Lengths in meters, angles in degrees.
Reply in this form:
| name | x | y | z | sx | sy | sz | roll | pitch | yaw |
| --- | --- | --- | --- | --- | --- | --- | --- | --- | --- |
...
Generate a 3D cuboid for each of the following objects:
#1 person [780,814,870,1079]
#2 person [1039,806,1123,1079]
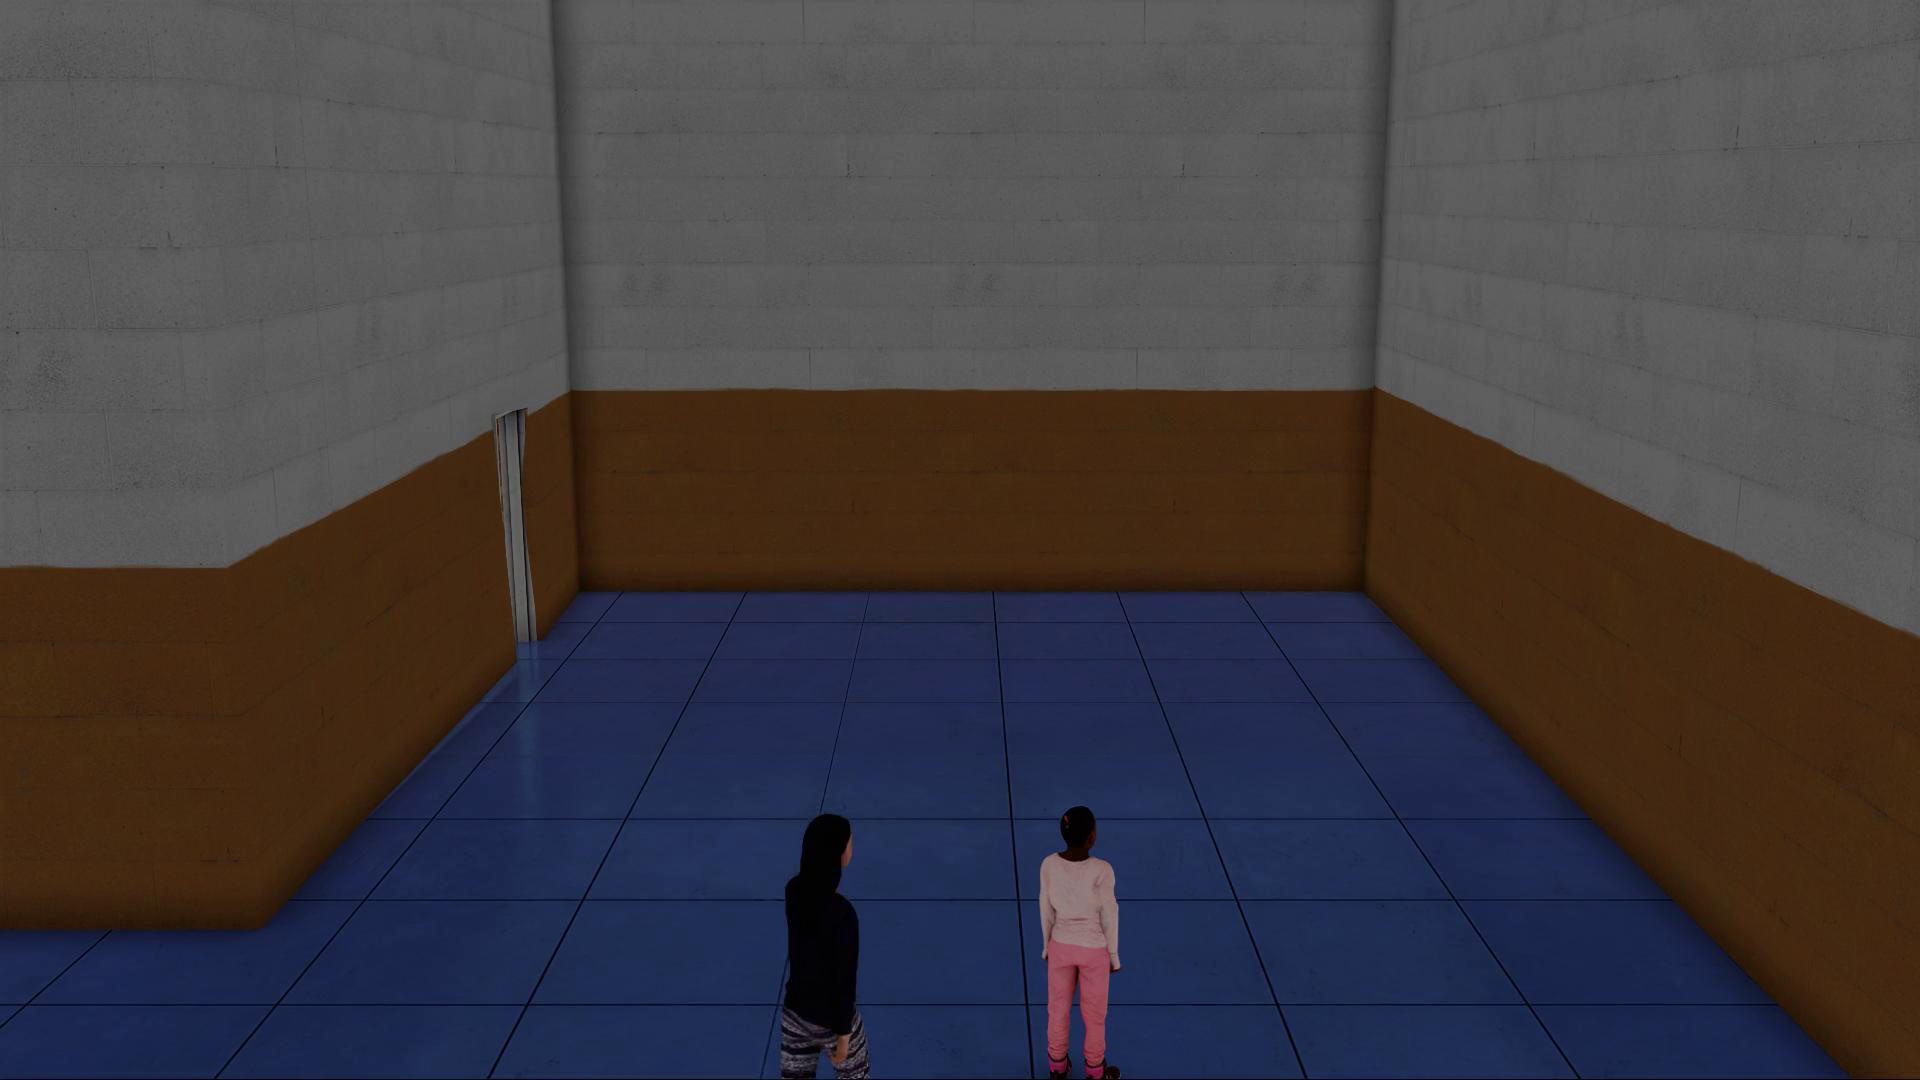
| name | x | y | z | sx | sy | sz | roll | pitch | yaw |
| --- | --- | --- | --- | --- | --- | --- | --- | --- | --- |
| person | -0.653 | 2.004 | 6.962 | 1.074 | 1.695 | 1.100 | 10 | 16 | 40 |
| person | 0.568 | 1.932 | 7.918 | 0.559 | 1.441 | 0.678 | 5 | 13 | 23 |
